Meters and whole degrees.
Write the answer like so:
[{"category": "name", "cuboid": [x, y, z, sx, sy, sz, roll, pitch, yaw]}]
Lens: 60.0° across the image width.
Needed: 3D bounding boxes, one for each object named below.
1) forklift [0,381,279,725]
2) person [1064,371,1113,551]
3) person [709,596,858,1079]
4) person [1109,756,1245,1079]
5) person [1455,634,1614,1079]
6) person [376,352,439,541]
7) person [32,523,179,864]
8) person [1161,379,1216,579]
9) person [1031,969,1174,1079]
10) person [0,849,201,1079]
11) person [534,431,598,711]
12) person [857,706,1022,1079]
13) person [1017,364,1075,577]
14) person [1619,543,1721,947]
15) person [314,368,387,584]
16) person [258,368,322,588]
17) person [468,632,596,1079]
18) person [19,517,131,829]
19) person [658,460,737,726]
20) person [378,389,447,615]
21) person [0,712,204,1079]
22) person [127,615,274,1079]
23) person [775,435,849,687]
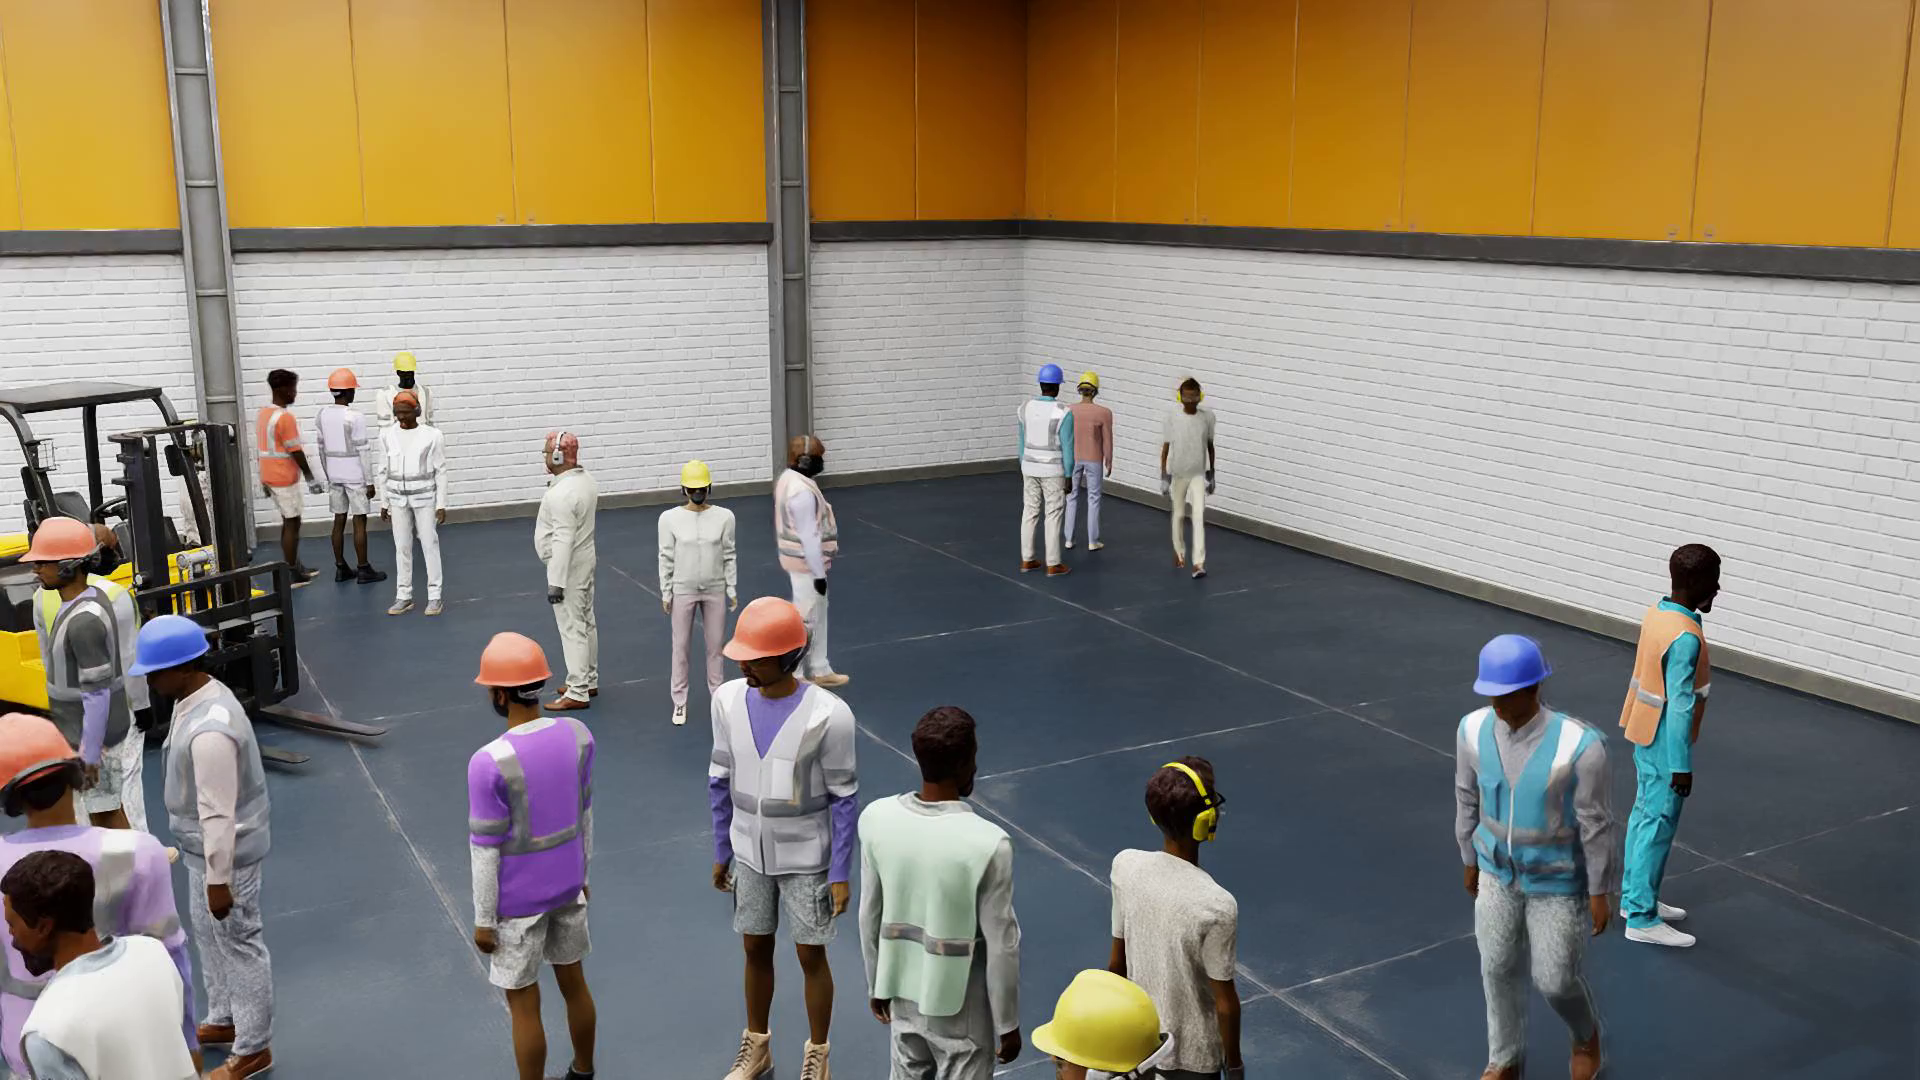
[{"category": "forklift", "cuboid": [-5.853, 0.085, 11.199, 2.313, 2.155, 1.214, 7, 14, 28]}, {"category": "person", "cuboid": [1.236, -0.768, 16.242, 0.531, 1.755, 0.343, 4, 13, 16]}, {"category": "person", "cuboid": [-0.689, 1.201, 6.336, 0.609, 2.040, 0.394, 5, 13, 22]}, {"category": "person", "cuboid": [0.675, 1.556, 5.061, 0.328, 1.877, 0.510, -11, 16, -41]}, {"category": "person", "cuboid": [2.191, 1.259, 6.377, 0.677, 1.909, 0.631, -11, 16, -42]}, {"category": "person", "cuboid": [-5.435, -0.898, 16.436, 0.369, 1.928, 0.586, 12, 17, 43]}, {"category": "person", "cuboid": [-4.418, 0.822, 8.591, 0.621, 1.840, 0.430, 5, 13, 22]}, {"category": "person", "cuboid": [2.092, -0.568, 15.176, 0.533, 1.803, 0.991, 0, 12, 2]}, {"category": "person", "cuboid": [0.325, 1.844, 3.807, 0.404, 1.830, 0.602, 2, 12, 11]}, {"category": "person", "cuboid": [-2.245, 1.710, 4.391, 0.922, 1.854, 0.615, 1, 12, 3]}, {"category": "person", "cuboid": [-2.676, 0.205, 11.316, 0.410, 1.909, 0.642, 0, 12, 2]}, {"category": "person", "cuboid": [-0.069, 1.469, 5.362, 0.587, 1.920, 0.397, 9, 15, 35]}, {"category": "person", "cuboid": [0.794, -0.637, 15.203, 0.603, 1.938, 0.424, 9, 15, 37]}, {"category": "person", "cuboid": [3.316, 0.950, 7.824, 0.397, 1.911, 0.588, 3, 12, 12]}, {"category": "person", "cuboid": [-5.457, -0.568, 14.867, 0.544, 1.939, 0.354, 5, 13, 21]}, {"category": "person", "cuboid": [-5.990, -0.561, 14.816, 0.451, 1.945, 0.605, -9, 15, -36]}, {"category": "person", "cuboid": [-1.601, 1.286, 6.196, 0.387, 1.930, 0.544, 8, 15, 34]}, {"category": "person", "cuboid": [-4.072, 0.897, 7.750, 0.377, 2.045, 0.605, -6, 14, -27]}, {"category": "person", "cuboid": [-1.726, 0.342, 11.007, 0.522, 1.768, 0.312, -4, 13, -19]}, {"category": "person", "cuboid": [-4.533, -0.310, 13.778, 0.573, 1.887, 0.356, 1, 12, 4]}, {"category": "person", "cuboid": [-2.628, 1.505, 4.977, 0.658, 2.021, 0.362, -2, 12, -8]}, {"category": "person", "cuboid": [-2.949, 1.216, 6.550, 0.456, 1.929, 0.644, -6, 14, -27]}, {"category": "person", "cuboid": [-1.044, 0.175, 11.644, 0.513, 1.832, 0.649, -2, 12, -11]}]
